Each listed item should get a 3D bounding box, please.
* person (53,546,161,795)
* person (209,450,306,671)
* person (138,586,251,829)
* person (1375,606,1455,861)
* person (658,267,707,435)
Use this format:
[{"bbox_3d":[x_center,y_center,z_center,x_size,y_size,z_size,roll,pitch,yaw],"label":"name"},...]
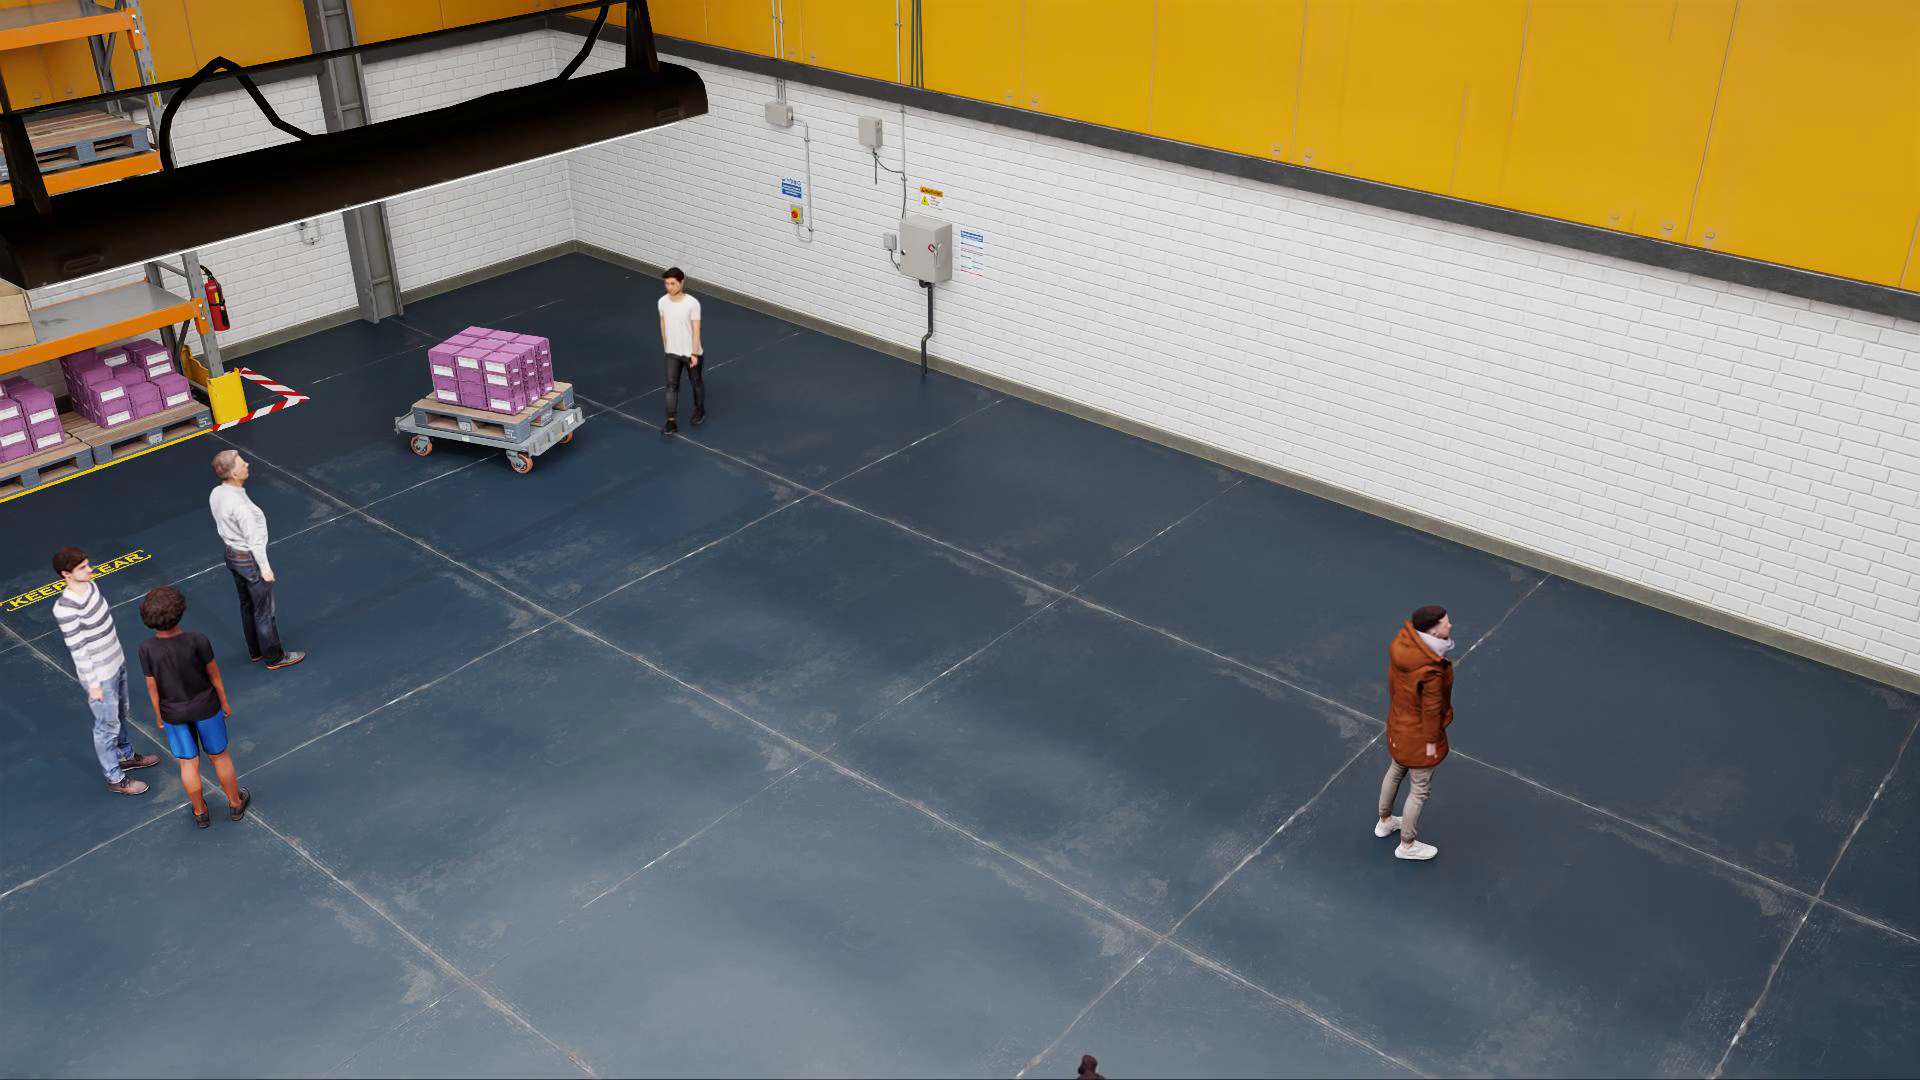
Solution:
[{"bbox_3d":[-5.880,0.865,11.357,0.758,1.853,0.713,-4,29,-7],"label":"person"},{"bbox_3d":[-5.447,0.140,12.721,0.637,1.820,0.544,22,36,35],"label":"person"},{"bbox_3d":[-5.081,1.105,10.976,0.666,1.798,0.769,-11,30,-19],"label":"person"},{"bbox_3d":[2.936,1.221,10.721,0.893,1.839,0.851,-8,30,-14],"label":"person"},{"bbox_3d":[-2.726,-1.943,16.674,0.892,1.692,1.075,6,29,12],"label":"person"}]
